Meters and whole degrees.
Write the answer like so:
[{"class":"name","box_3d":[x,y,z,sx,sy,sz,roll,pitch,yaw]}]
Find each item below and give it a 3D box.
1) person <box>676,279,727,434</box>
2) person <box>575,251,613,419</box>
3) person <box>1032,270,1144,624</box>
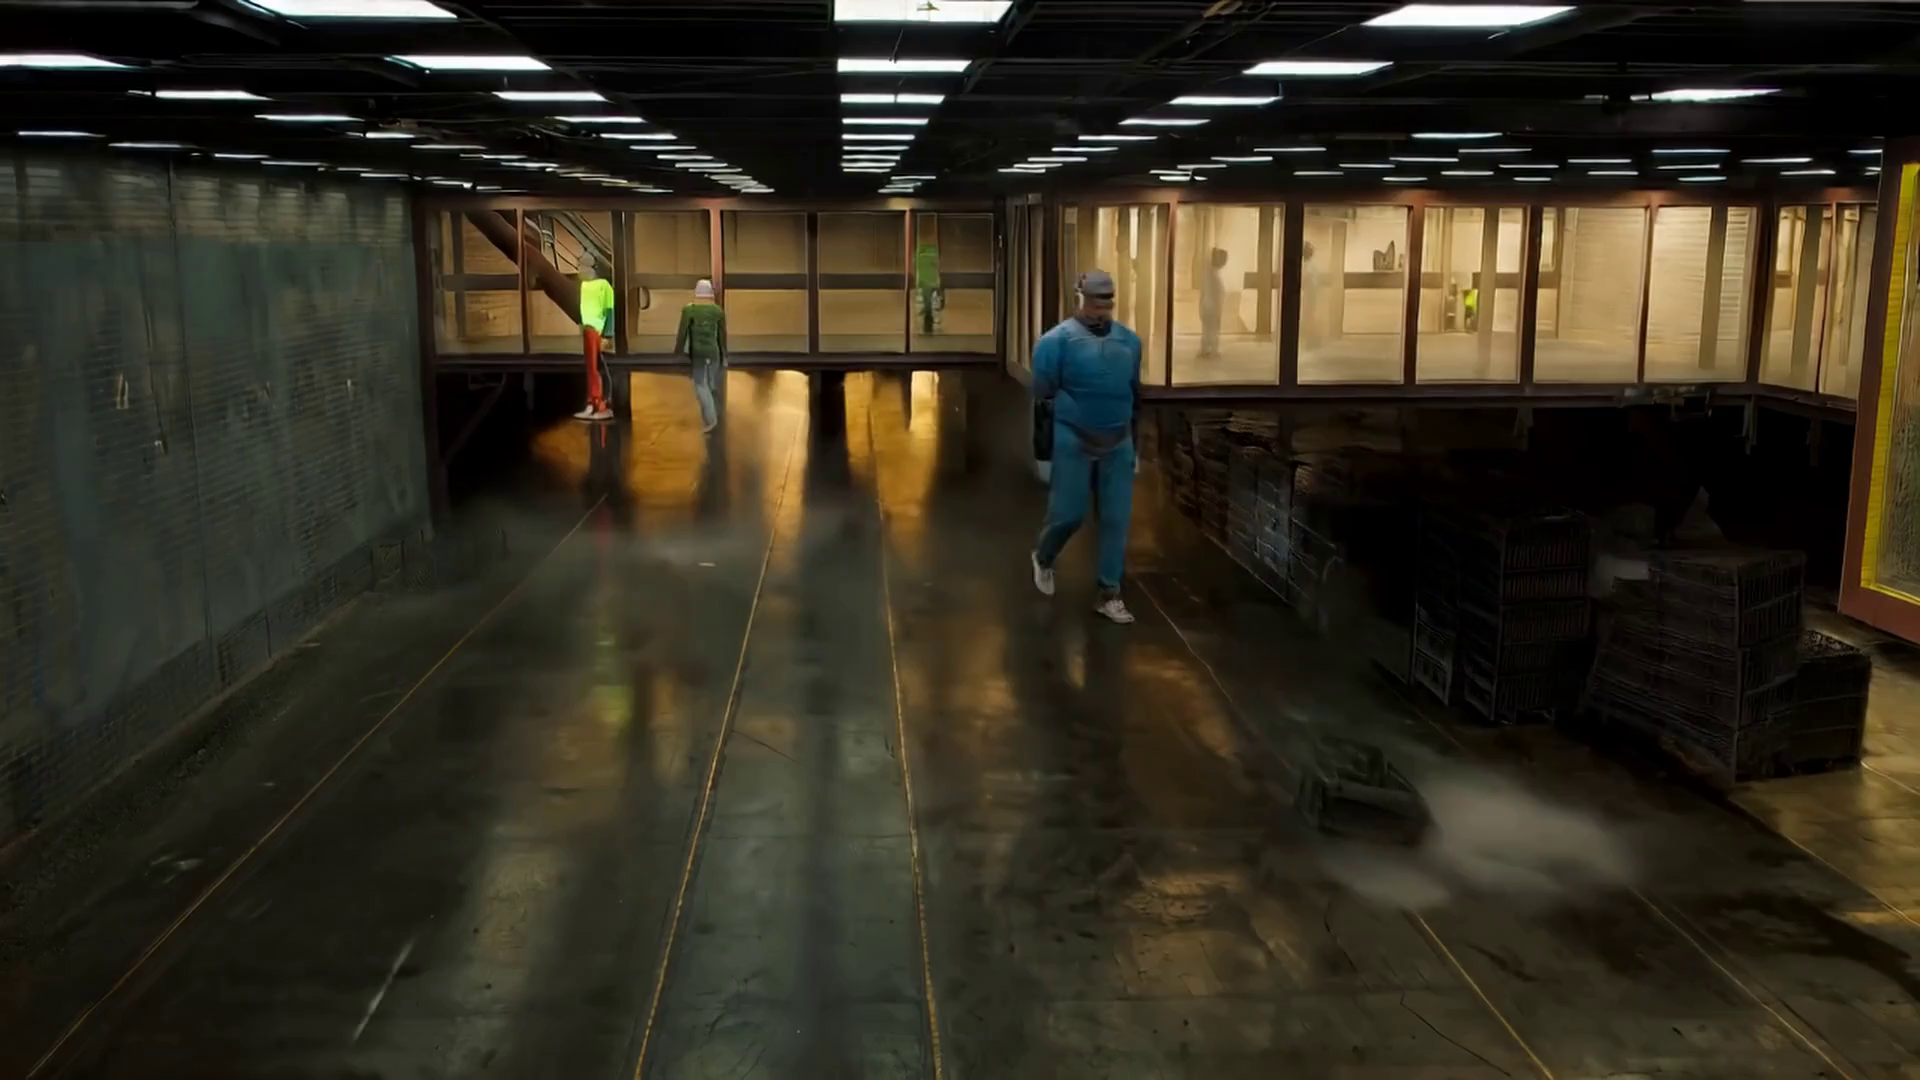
[{"class":"person","box_3d":[-2.648,-1.909,17.317,0.507,1.599,0.810,-7,12,-32]},{"class":"person","box_3d":[-4.100,-2.285,18.610,0.519,1.874,0.326,9,14,40]},{"class":"person","box_3d":[0.687,-0.523,9.069,0.650,1.885,0.747,-5,11,-23]}]
